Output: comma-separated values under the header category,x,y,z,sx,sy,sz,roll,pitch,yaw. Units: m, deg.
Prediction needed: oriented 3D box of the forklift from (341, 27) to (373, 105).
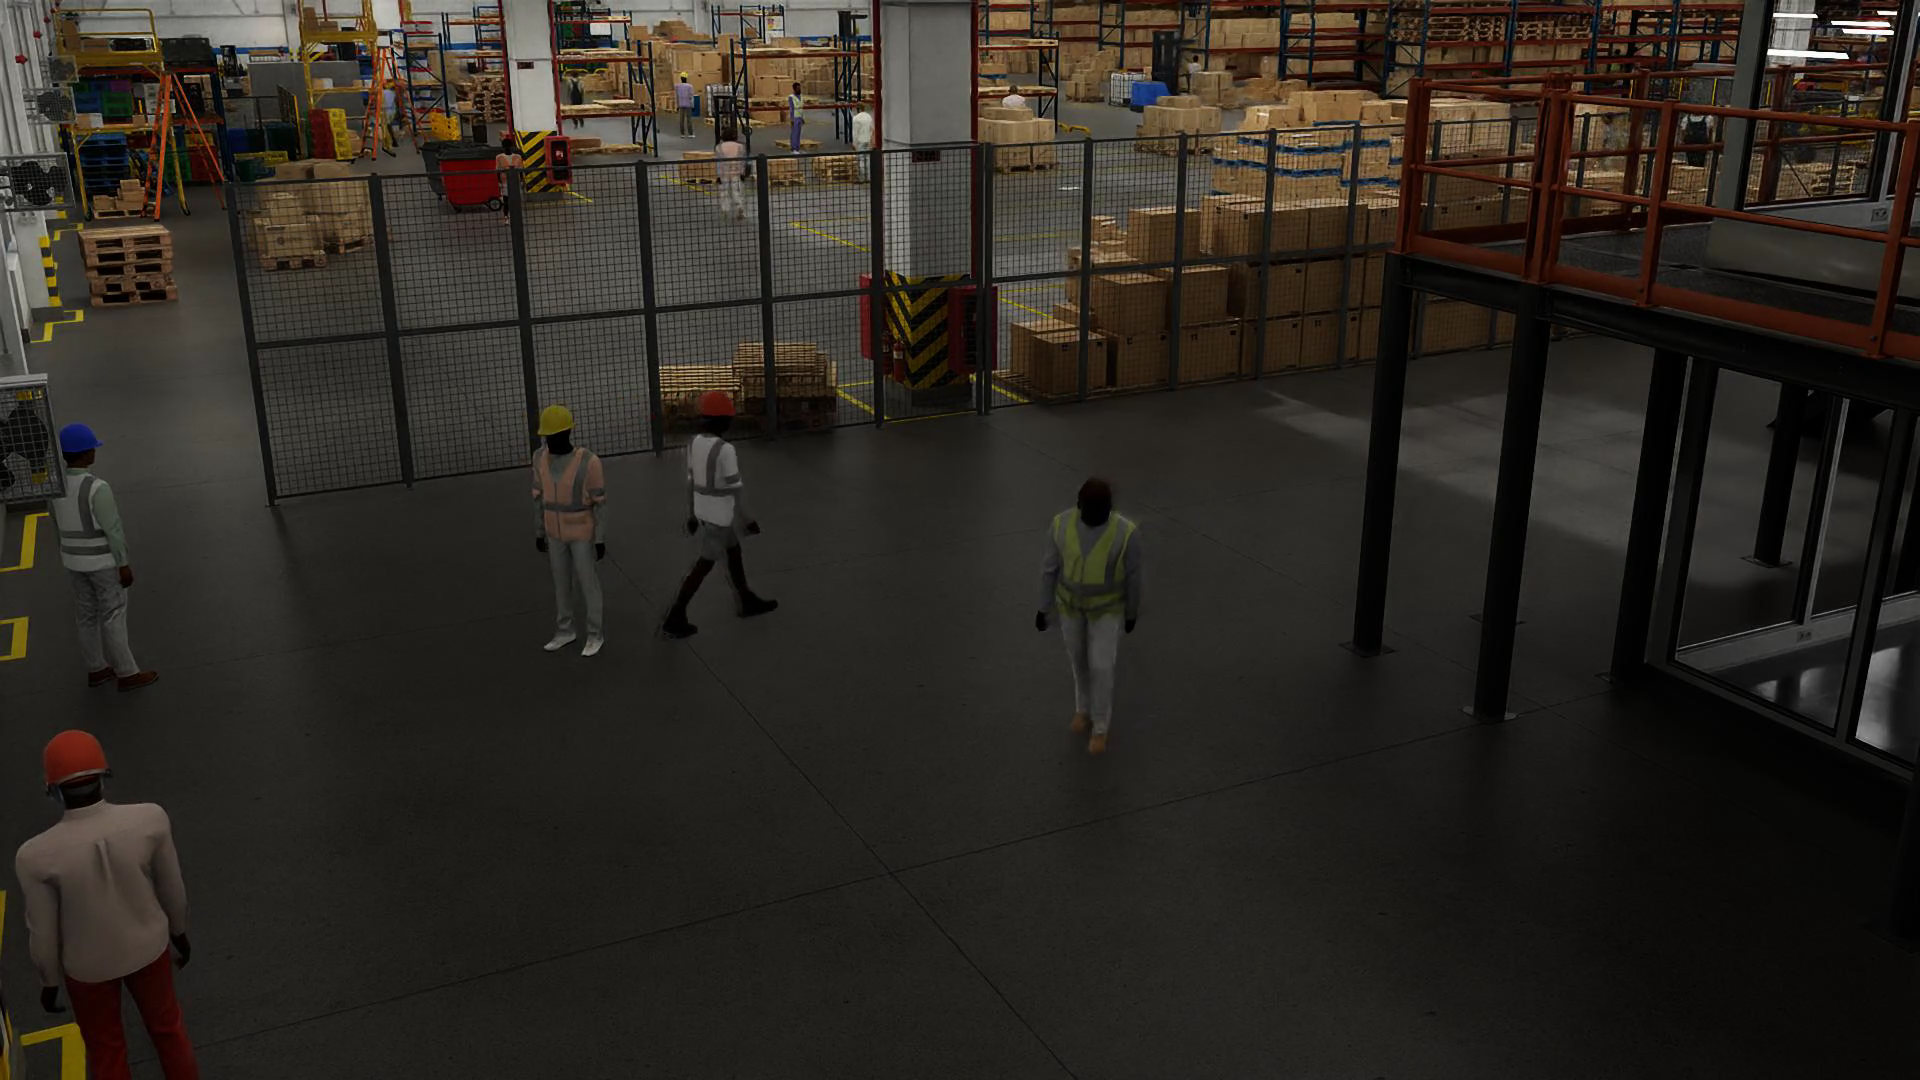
category,x,y,z,sx,sy,sz,roll,pitch,yaw
forklift,-22.275,-17.346,60.954,1.873,2.768,1.129,-9,21,-25

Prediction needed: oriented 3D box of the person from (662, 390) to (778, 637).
category,x,y,z,sx,sy,sz,roll,pitch,yaw
person,-1.914,-0.208,12.791,1.027,1.892,0.543,-12,22,-31

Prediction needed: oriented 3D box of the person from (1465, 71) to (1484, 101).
category,x,y,z,sx,sy,sz,roll,pitch,yaw
person,15.625,-13.342,50.810,0.548,1.914,0.673,-10,22,-28

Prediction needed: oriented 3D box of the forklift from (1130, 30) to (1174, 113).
category,x,y,z,sx,sy,sz,roll,pitch,yaw
forklift,7.011,-16.338,58.030,1.873,2.768,1.129,-9,21,-25

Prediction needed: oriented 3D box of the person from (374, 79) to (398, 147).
category,x,y,z,sx,sy,sz,roll,pitch,yaw
person,-16.501,-12.259,47.704,0.986,1.883,0.562,13,23,34

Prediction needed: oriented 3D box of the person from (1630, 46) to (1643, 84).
category,x,y,z,sx,sy,sz,roll,pitch,yaw
person,27.718,-19.372,68.417,0.635,1.830,0.430,-4,19,-11

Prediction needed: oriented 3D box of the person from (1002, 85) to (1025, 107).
category,x,y,z,sx,sy,sz,roll,pitch,yaw
person,1.435,-11.209,44.584,0.632,1.940,0.372,-5,20,-13

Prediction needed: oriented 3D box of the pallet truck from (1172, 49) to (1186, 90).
category,x,y,z,sx,sy,sz,roll,pitch,yaw
pallet truck,9.045,-19.971,69.895,0.823,1.965,1.885,-3,19,-8

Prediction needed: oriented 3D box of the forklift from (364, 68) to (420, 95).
category,x,y,z,sx,sy,sz,roll,pitch,yaw
forklift,-22.562,-19.014,65.787,1.129,2.768,1.873,13,23,33

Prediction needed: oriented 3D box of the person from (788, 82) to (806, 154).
category,x,y,z,sx,sy,sz,roll,pitch,yaw
person,-4.500,-11.592,45.725,0.392,1.920,0.589,9,21,25

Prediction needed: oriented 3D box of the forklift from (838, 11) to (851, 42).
category,x,y,z,sx,sy,sz,roll,pitch,yaw
forklift,-5.765,-25.036,83.246,1.873,2.768,1.129,-9,21,-25

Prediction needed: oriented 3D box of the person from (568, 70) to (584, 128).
category,x,y,z,sx,sy,sz,roll,pitch,yaw
person,-12.243,-14.074,53.114,0.535,1.803,0.959,-2,19,-5

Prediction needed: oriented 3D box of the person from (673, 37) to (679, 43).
category,x,y,z,sx,sy,sz,roll,pitch,yaw
person,-12.735,-21.598,74.737,0.396,1.925,0.546,-15,24,-37

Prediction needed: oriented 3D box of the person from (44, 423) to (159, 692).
category,x,y,z,sx,sy,sz,roll,pitch,yaw
person,-6.081,0.131,11.699,0.605,1.948,0.391,8,20,21

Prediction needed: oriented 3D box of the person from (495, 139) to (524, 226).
category,x,y,z,sx,sy,sz,roll,pitch,yaw
person,-8.952,-7.127,33.112,0.535,1.700,0.318,-8,20,-21

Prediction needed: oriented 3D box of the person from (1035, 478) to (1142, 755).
category,x,y,z,sx,sy,sz,roll,pitch,yaw
person,0.815,0.487,10.877,0.649,1.817,0.746,8,21,22

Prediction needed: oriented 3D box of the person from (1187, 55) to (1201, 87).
category,x,y,z,sx,sy,sz,roll,pitch,yaw
person,8.659,-17.018,61.569,0.517,1.842,0.694,1,19,4

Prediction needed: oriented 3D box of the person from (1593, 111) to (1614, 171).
category,x,y,z,sx,sy,sz,roll,pitch,yaw
person,14.742,-8.808,37.811,0.937,1.819,0.553,7,20,20

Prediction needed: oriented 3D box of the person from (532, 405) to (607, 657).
category,x,y,z,sx,sy,sz,roll,pitch,yaw
person,-2.896,-0.066,12.300,0.594,1.924,0.383,7,20,19

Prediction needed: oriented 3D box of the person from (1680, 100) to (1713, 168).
category,x,y,z,sx,sy,sz,roll,pitch,yaw
person,17.111,-9.250,38.753,0.708,2.000,0.834,13,23,32

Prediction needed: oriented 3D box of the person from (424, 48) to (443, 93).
category,x,y,z,sx,sy,sz,roll,pitch,yaw
person,-21.458,-19.104,67.532,0.957,1.891,0.652,-15,24,-37

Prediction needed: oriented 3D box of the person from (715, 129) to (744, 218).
category,x,y,z,sx,sy,sz,roll,pitch,yaw
person,-4.676,-7.458,33.911,0.630,1.813,0.835,-9,21,-24

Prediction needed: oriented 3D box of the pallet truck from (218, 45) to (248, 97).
category,x,y,z,sx,sy,sz,roll,pitch,yaw
pallet truck,-28.879,-18.665,66.111,0.823,1.965,1.885,-3,19,-9

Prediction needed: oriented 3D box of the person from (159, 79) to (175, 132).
category,x,y,z,sx,sy,sz,roll,pitch,yaw
person,-24.665,-13.461,51.581,0.520,1.631,0.313,17,25,40

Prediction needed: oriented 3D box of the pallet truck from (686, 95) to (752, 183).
category,x,y,z,sx,sy,sz,roll,pitch,yaw
pallet truck,-5.836,-9.608,39.856,0.823,1.965,1.885,10,22,27

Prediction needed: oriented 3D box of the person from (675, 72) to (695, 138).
category,x,y,z,sx,sy,sz,roll,pitch,yaw
person,-8.268,-13.084,50.033,0.587,1.930,0.359,3,19,9

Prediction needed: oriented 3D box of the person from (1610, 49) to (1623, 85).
category,x,y,z,sx,sy,sz,roll,pitch,yaw
person,27.334,-19.618,69.323,0.546,1.681,0.372,15,24,37

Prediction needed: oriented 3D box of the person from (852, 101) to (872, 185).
category,x,y,z,sx,sy,sz,roll,pitch,yaw
person,-2.321,-9.376,39.292,0.373,1.933,0.623,12,23,32

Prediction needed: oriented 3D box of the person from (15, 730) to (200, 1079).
category,x,y,z,sx,sy,sz,roll,pitch,yaw
person,-3.569,1.726,7.007,0.400,1.989,0.623,18,26,42
